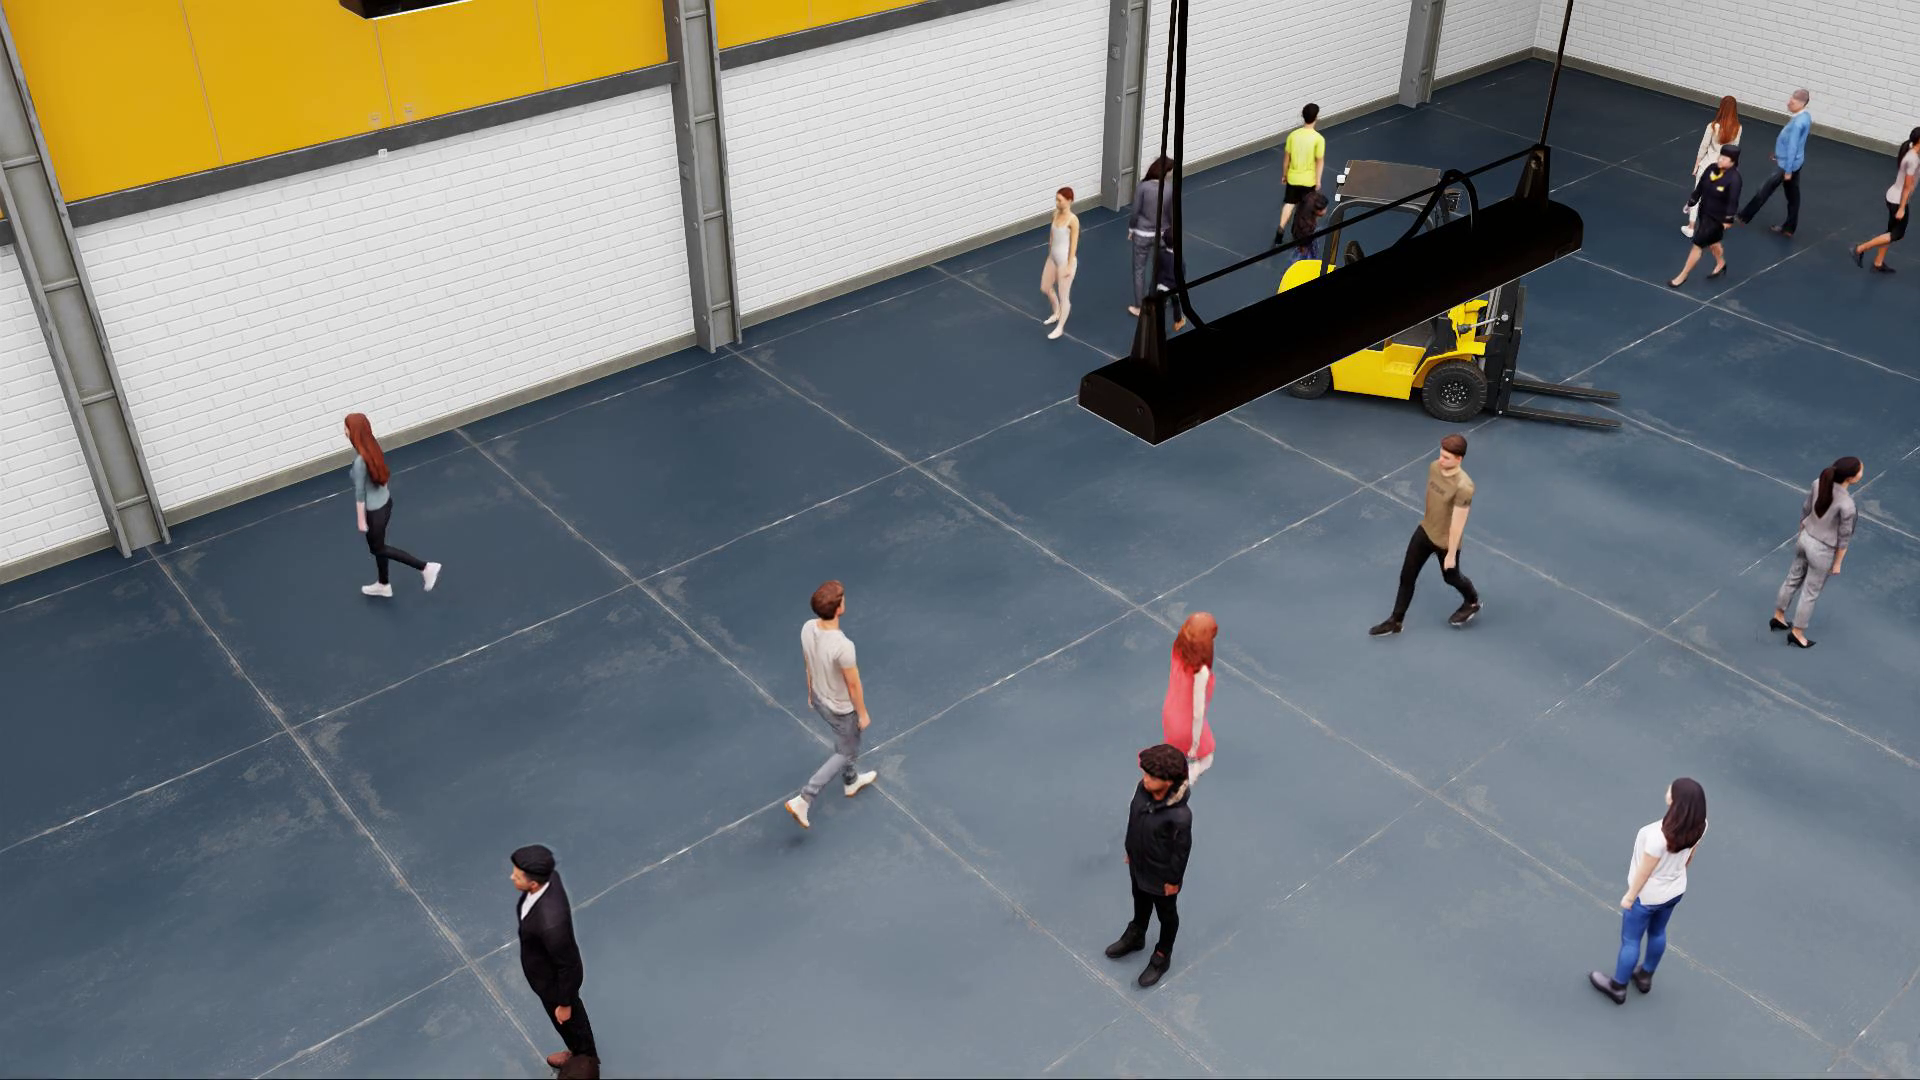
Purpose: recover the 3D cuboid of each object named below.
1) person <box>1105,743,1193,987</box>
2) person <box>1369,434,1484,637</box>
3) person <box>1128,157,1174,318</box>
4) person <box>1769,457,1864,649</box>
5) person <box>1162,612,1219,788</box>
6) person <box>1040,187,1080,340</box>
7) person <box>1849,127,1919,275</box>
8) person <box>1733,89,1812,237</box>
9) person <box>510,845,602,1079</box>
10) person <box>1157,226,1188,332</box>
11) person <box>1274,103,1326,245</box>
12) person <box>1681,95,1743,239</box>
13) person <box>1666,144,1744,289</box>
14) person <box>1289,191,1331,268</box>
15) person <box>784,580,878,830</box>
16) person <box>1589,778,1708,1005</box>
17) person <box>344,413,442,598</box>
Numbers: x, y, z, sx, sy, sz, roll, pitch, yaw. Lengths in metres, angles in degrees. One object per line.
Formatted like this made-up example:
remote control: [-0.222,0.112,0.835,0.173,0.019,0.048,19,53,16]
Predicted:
person: [1.195,1.941,10.108,0.592,1.779,0.634,-22,39,-29]
person: [3.854,-0.020,13.034,1.314,1.806,0.911,-14,36,-20]
person: [2.088,-3.277,17.992,0.776,1.741,0.845,-5,34,-8]
person: [6.698,0.077,13.004,0.720,1.677,0.713,-8,34,-12]
person: [1.419,1.258,11.104,0.781,1.815,0.707,-16,37,-23]
person: [1.123,-2.956,17.601,0.590,1.640,0.576,-27,42,-34]
person: [10.540,-3.826,18.826,0.882,1.732,0.865,12,35,17]
person: [9.906,-4.436,19.711,0.914,1.768,1.045,25,41,33]
person: [-2.242,2.413,9.306,0.697,1.881,0.770,-11,35,-15]
person: [2.198,-2.721,17.641,0.624,1.205,0.785,21,39,28]
person: [3.986,-4.219,19.456,0.814,1.690,0.980,17,37,24]
person: [8.962,-4.415,19.735,0.681,1.708,0.725,6,34,9]
person: [8.485,-3.613,18.600,1.194,1.628,1.004,-7,34,-11]
person: [3.544,-2.897,17.538,0.874,1.610,0.797,-7,34,-10]
person: [-0.887,1.132,11.236,1.066,1.877,0.651,-26,41,-33]
person: [4.164,2.112,9.938,0.530,1.681,0.699,-16,37,-23]
person: [-4.639,-0.232,13.423,1.030,1.728,0.933,0,34,0]
